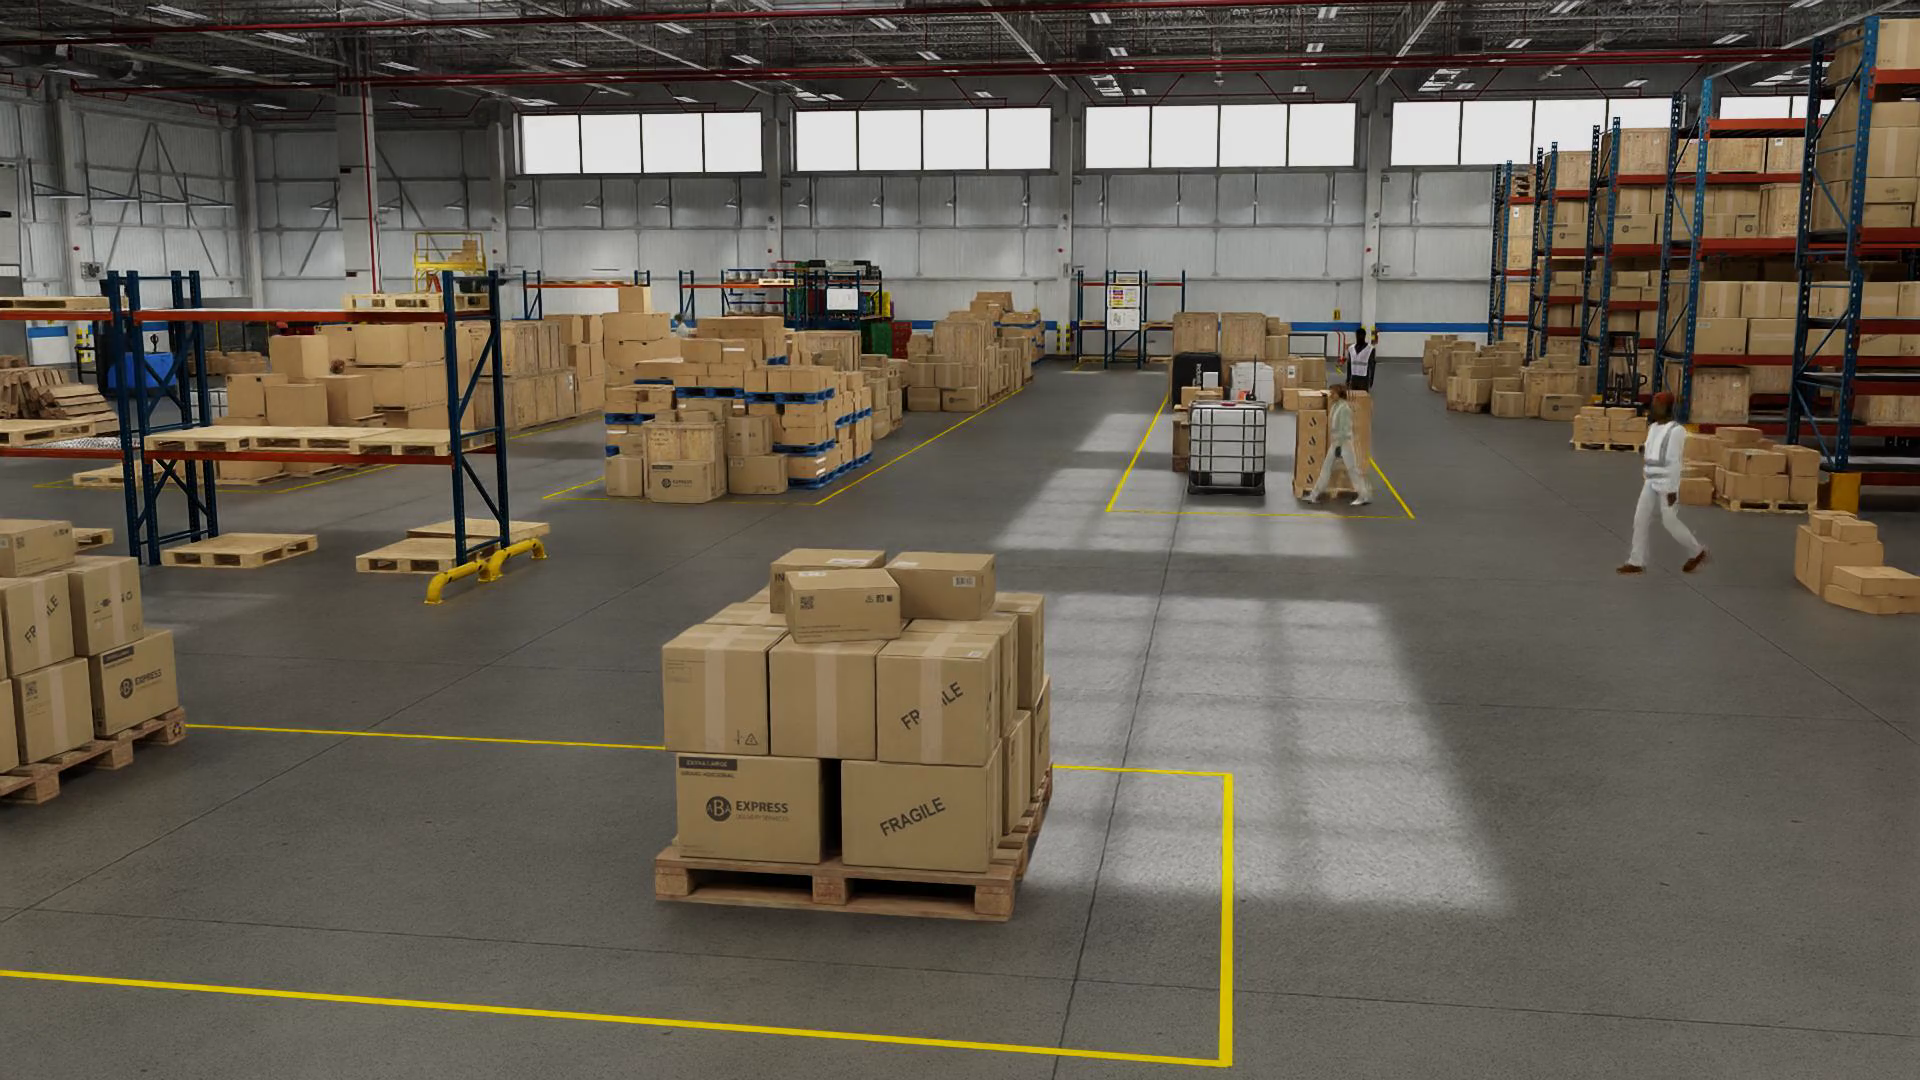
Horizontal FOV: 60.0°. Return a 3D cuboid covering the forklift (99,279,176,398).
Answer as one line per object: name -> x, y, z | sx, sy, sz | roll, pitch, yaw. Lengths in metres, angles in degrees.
forklift -> -19.638, -4.721, 39.032 | 1.873, 2.768, 1.129 | 1, 9, 9

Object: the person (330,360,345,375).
person -> -10.065, -2.130, 27.000 | 0.907, 1.585, 0.531 | 2, 9, 10

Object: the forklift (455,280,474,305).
forklift -> -13.188, -5.608, 44.501 | 1.873, 2.768, 1.129 | -3, 10, -19

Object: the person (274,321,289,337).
person -> -15.578, -4.080, 38.093 | 0.553, 1.909, 0.889 | 6, 11, 33

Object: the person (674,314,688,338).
person -> -7.362, -5.134, 44.630 | 0.962, 1.901, 0.639 | -2, 9, -10

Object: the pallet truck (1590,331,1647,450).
pallet truck -> 11.253, -2.573, 28.499 | 0.823, 1.965, 1.885 | 5, 10, 27

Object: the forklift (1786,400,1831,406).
forklift -> 19.005, -4.327, 36.600 | 1.873, 2.768, 1.129 | 3, 10, 19

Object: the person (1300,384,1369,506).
person -> 4.886, -1.215, 21.387 | 0.891, 1.583, 0.531 | -2, 9, -11

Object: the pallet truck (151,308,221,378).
pallet truck -> -21.869, -5.598, 47.154 | 0.823, 1.965, 1.885 | 4, 10, 26

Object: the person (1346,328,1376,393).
person -> 7.854, -3.184, 32.548 | 0.385, 1.911, 0.594 | -8, 12, -41

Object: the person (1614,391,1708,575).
person -> 7.028, -0.554, 16.509 | 0.887, 1.855, 0.586 | -2, 9, -10
